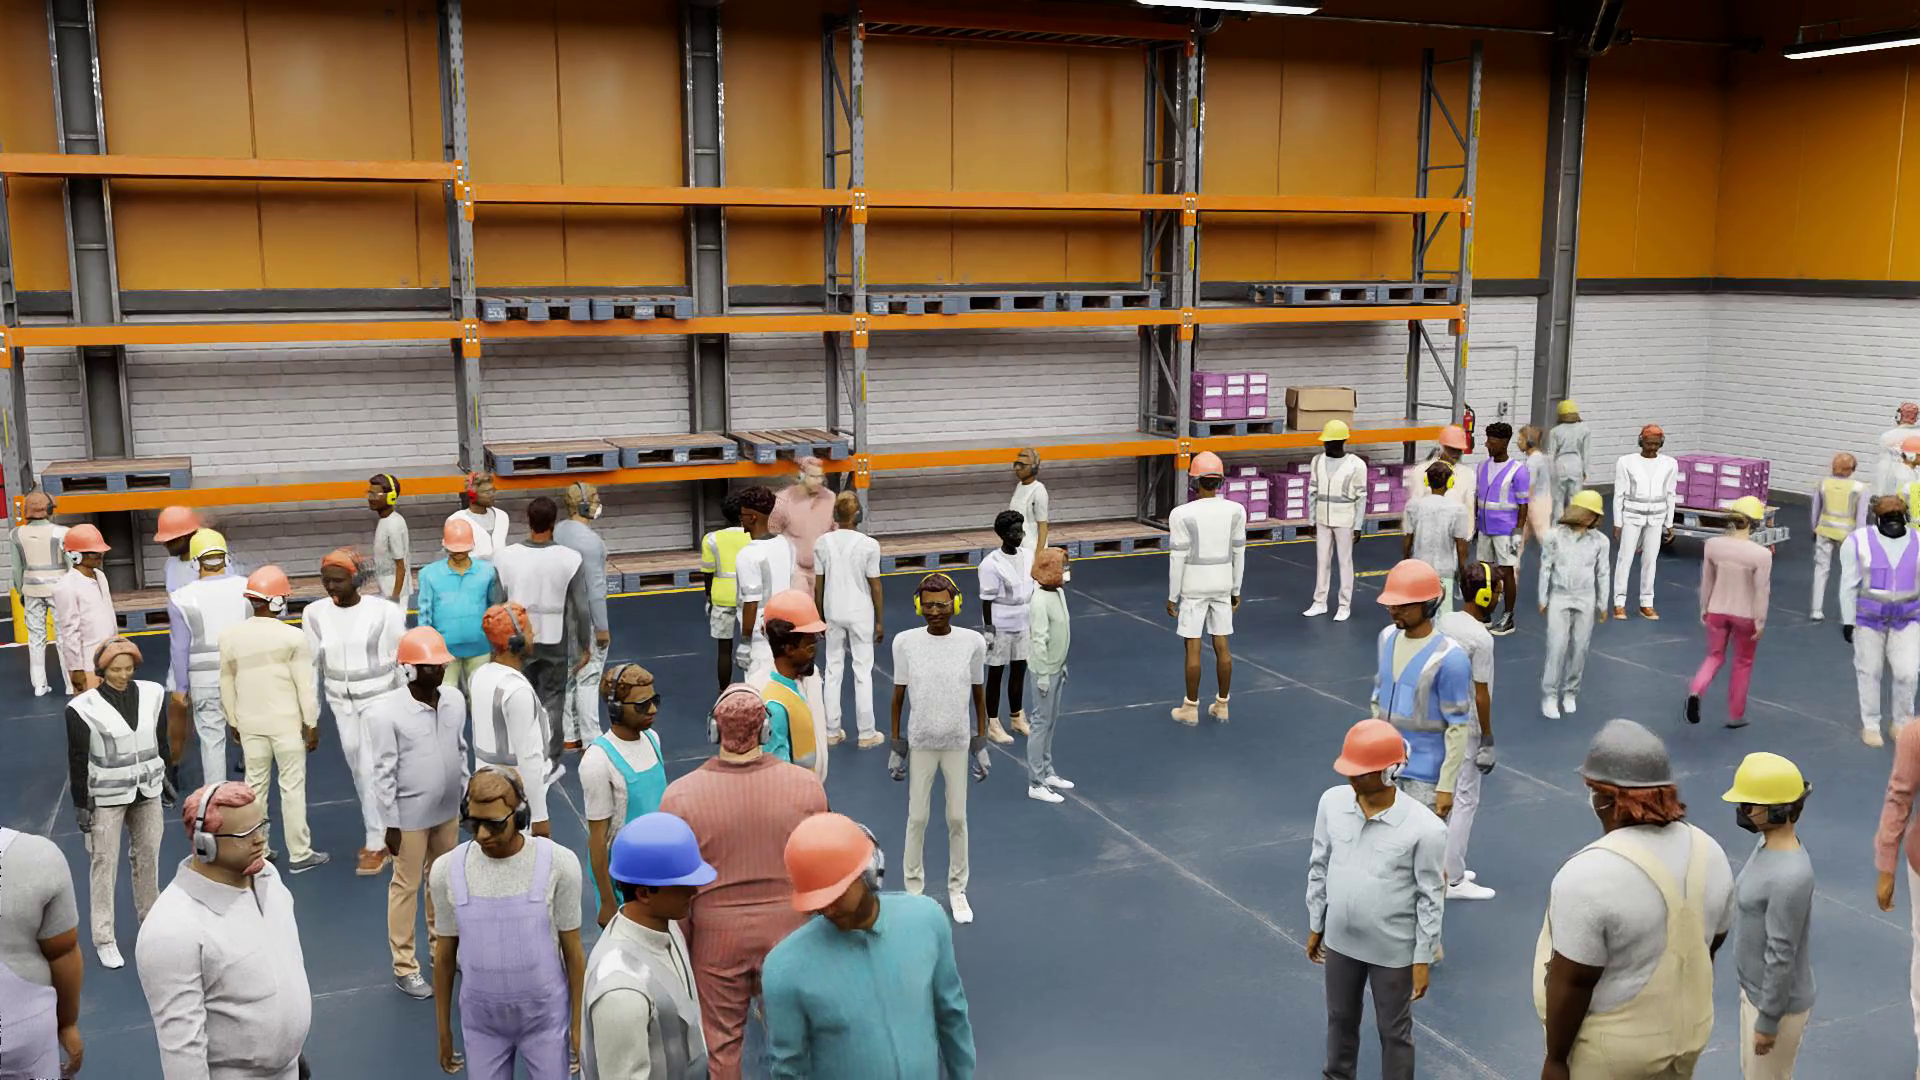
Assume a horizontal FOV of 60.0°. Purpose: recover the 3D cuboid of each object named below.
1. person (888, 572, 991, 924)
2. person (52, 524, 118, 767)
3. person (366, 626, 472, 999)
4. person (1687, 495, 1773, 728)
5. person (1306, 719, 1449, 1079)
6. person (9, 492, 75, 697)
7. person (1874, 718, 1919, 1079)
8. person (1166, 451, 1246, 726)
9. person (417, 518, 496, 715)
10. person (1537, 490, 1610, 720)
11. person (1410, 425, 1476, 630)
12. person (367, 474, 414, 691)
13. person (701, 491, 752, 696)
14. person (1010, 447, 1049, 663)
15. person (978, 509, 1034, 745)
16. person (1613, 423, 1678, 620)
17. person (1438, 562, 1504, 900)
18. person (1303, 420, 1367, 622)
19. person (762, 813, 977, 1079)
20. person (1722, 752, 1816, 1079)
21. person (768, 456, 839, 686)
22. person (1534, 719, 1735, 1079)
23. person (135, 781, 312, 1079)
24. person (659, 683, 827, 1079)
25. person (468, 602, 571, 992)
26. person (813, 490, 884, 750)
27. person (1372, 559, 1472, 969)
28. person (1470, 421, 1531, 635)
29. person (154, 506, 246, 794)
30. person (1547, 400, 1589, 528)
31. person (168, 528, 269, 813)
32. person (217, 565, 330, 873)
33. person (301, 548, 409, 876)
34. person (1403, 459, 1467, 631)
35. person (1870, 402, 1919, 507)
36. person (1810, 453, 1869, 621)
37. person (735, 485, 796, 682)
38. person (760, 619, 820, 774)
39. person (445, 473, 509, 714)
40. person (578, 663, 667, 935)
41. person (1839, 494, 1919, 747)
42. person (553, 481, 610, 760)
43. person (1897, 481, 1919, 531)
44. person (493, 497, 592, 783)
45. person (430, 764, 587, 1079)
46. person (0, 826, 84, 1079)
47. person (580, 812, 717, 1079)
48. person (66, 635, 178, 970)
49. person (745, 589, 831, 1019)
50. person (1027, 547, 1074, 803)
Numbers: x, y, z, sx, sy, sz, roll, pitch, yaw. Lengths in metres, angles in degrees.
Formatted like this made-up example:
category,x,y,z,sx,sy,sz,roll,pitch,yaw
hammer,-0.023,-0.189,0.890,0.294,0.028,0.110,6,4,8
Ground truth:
category,x,y,z,sx,sy,sz,roll,pitch,yaw
person,-0.107,1.083,8.668,0.537,1.869,0.312,0,10,-2
person,-5.659,0.759,10.867,0.330,1.750,0.572,-1,10,-5
person,-2.528,1.269,7.916,0.328,1.755,0.562,5,11,29
person,5.607,0.543,12.117,0.582,1.743,0.525,-8,13,-39
person,1.575,1.534,6.420,0.564,1.745,0.334,9,13,42
person,-7.169,0.431,13.085,0.511,1.640,0.308,0,10,-3
person,4.063,1.376,6.720,0.660,1.950,0.871,5,11,25
person,1.807,0.362,12.323,0.608,2.044,0.370,-3,10,-18
person,-3.342,0.710,11.177,0.562,1.742,0.337,-4,11,-22
person,4.631,0.491,12.510,0.509,1.705,0.596,1,10,7
person,4.284,-0.040,14.811,0.629,1.978,0.505,-2,10,-10
person,-4.251,0.430,12.418,0.327,1.875,0.519,-4,11,-22
person,-1.696,0.471,12.688,0.533,1.697,0.322,0,10,1
person,0.572,0.125,14.257,0.345,1.847,0.504,-4,11,-23
person,0.343,0.613,11.897,0.320,1.690,0.538,9,14,43
person,6.517,-0.174,15.857,0.575,1.887,0.361,1,10,6
person,2.746,1.030,9.022,0.338,1.858,0.524,-2,10,-10
person,3.569,-0.187,15.825,0.589,1.924,0.384,9,13,42
person,-0.222,1.711,4.827,0.656,1.949,0.464,-7,12,-34
person,2.854,1.616,5.935,0.343,1.755,0.531,3,10,19
person,-1.309,0.212,13.727,0.675,1.872,0.905,-6,12,-32
person,2.117,1.565,5.399,0.696,2.000,0.535,-5,11,-26
person,-2.218,1.671,5.170,0.410,1.909,0.643,1,10,4
person,-0.805,1.478,6.283,0.638,1.911,0.402,-2,10,-12
person,-2.087,1.223,7.819,0.355,1.885,0.573,-8,12,-38
person,-0.777,0.567,11.716,0.506,1.844,0.344,3,10,16
person,2.186,1.095,8.109,0.406,2.039,0.609,-4,11,-24
person,4.937,-0.114,15.279,0.365,1.964,0.610,-5,11,-27
person,-4.983,0.694,10.916,0.550,1.882,1.001,4,11,22
person,7.369,-0.836,20.210,0.506,1.706,0.560,1,10,7
person,-4.544,0.832,10.244,0.586,1.824,0.403,-8,12,-38
person,-3.878,1.010,9.417,0.566,1.750,0.341,2,10,11
person,-3.415,0.965,9.393,0.594,1.850,0.752,1,10,7
person,3.788,0.285,13.305,0.511,1.860,0.318,6,11,30
person,10.097,-0.531,17.860,0.648,1.907,0.401,-1,10,-3
person,8.407,-0.040,15.912,0.772,1.593,0.525,-9,14,-43
person,-1.314,0.610,11.111,0.374,1.966,0.608,4,11,23
person,-0.797,1.248,7.576,0.378,1.917,0.598,0,10,-2
person,-3.652,0.399,12.677,0.387,1.844,0.566,6,11,30
person,-1.351,1.407,6.868,0.345,1.846,0.506,3,10,17
person,6.510,0.586,11.688,0.637,1.816,0.560,3,10,18
person,-2.605,0.557,11.499,0.370,1.941,0.627,-8,13,-38
person,8.858,0.022,15.298,0.561,1.682,0.538,9,13,42
person,-2.743,0.658,11.016,0.614,1.901,0.542,0,10,0
person,-1.512,1.631,5.616,0.518,1.836,0.347,0,10,-3
person,-3.197,1.574,5.342,0.685,2.000,0.535,-6,12,-33
person,-0.890,1.718,4.816,0.413,1.942,0.606,0,10,-3
person,-4.132,1.273,8.232,0.312,1.639,0.522,6,12,32
person,-0.770,1.203,7.610,0.379,1.996,0.611,4,11,20
person,0.583,0.850,10.692,0.284,1.633,0.497,3,10,17
